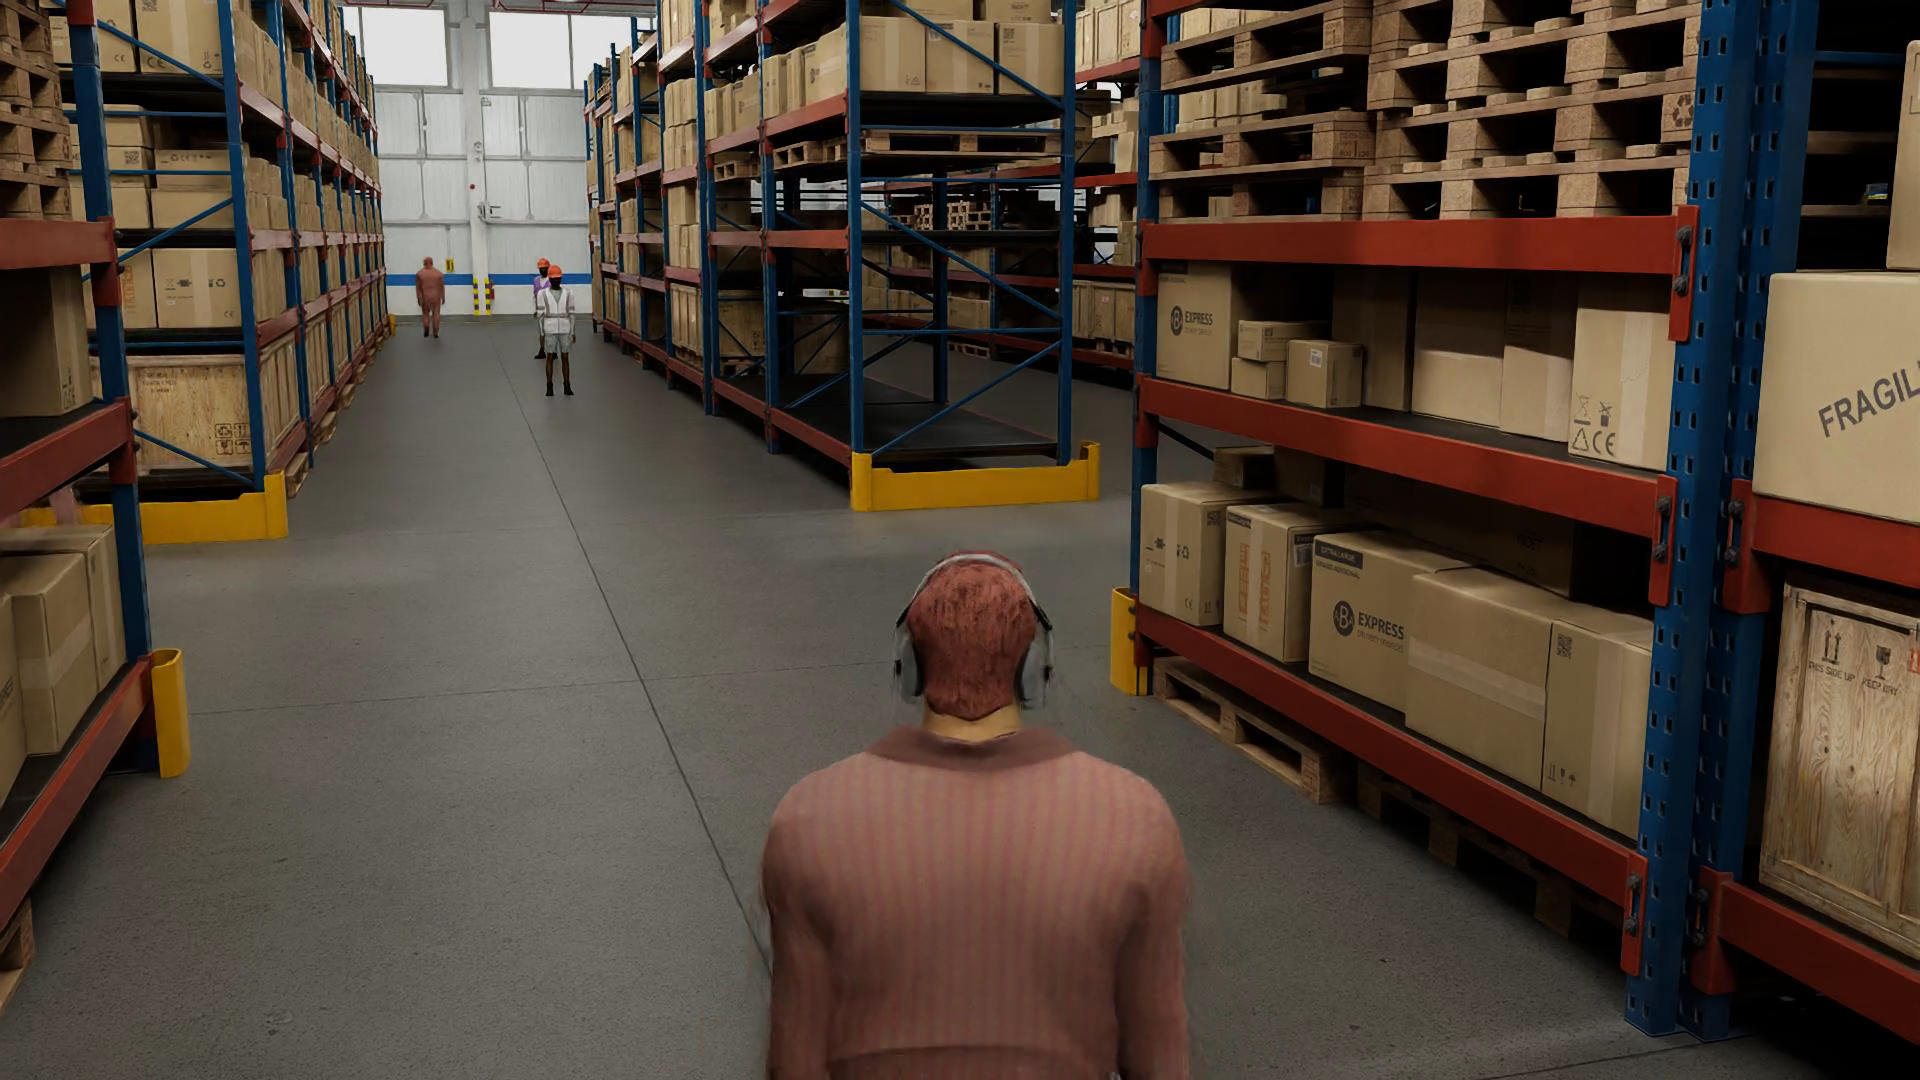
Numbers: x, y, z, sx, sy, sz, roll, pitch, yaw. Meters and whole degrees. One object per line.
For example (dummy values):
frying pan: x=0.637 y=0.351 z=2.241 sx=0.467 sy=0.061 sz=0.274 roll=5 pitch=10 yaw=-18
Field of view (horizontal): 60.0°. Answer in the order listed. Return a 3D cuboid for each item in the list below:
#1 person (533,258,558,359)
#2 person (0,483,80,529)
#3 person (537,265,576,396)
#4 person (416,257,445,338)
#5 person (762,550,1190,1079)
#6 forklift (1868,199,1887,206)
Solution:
person: x=-7.986 y=-4.450 z=32.053 sx=0.543 sy=1.938 sz=0.356 roll=3 pitch=11 yaw=15
person: x=-6.765 y=-0.744 z=11.903 sx=0.844 sy=1.874 sz=0.646 roll=-3 pitch=11 yaw=-15
person: x=-5.965 y=-3.100 z=24.647 sx=0.553 sy=1.935 sz=0.361 roll=-4 pitch=11 yaw=-22
person: x=-12.417 y=-5.691 z=39.051 sx=0.647 sy=1.875 sz=0.894 roll=-3 pitch=11 yaw=-15
person: x=0.025 y=0.957 z=2.558 sx=0.646 sy=1.886 sz=0.686 roll=0 pitch=10 yaw=1
forklift: x=11.338 y=-2.915 z=21.052 sx=1.129 sy=2.768 sz=1.873 roll=-3 pitch=11 yaw=-17
